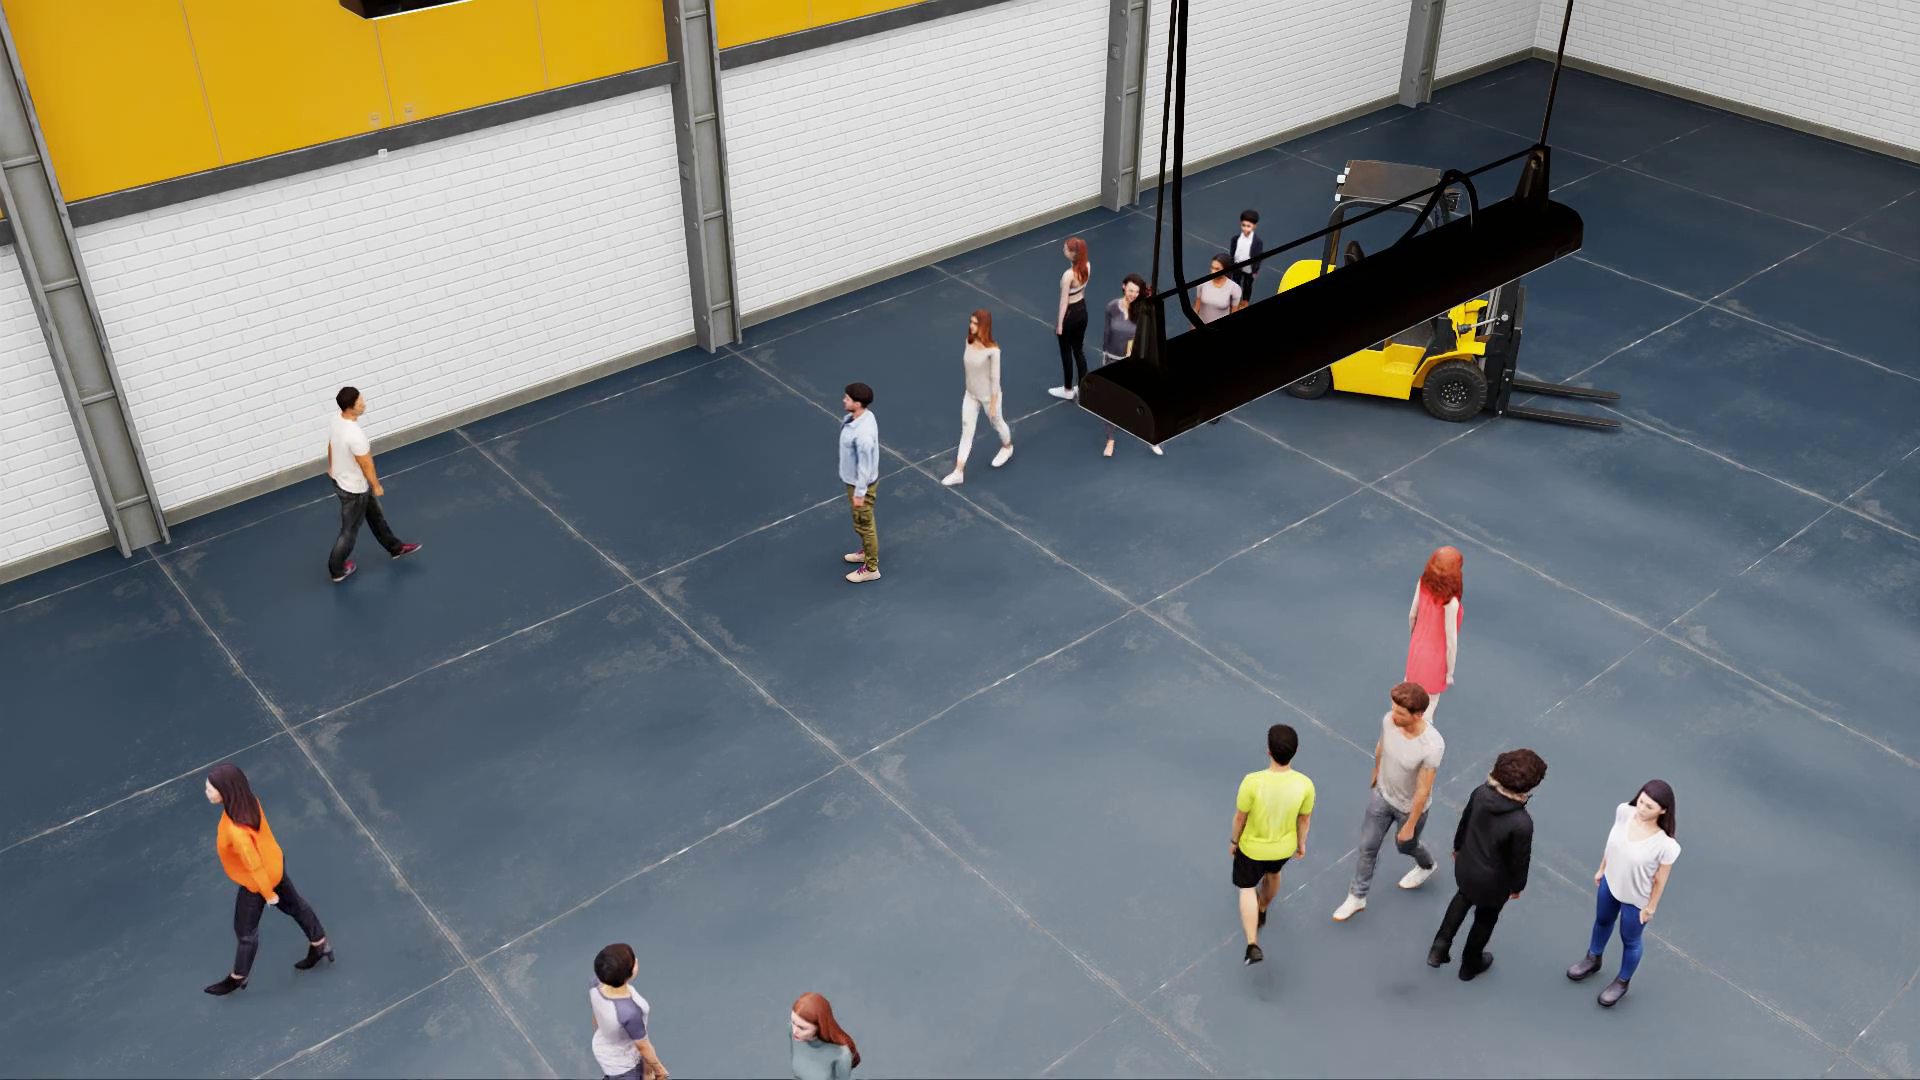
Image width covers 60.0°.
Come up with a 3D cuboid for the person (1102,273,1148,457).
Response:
[{"bbox_3d":[1.574,-1.733,15.678,1.061,1.731,1.191,7,34,11],"label":"person"}]

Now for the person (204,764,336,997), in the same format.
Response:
[{"bbox_3d":[-4.133,2.005,10.062,1.077,1.722,0.874,-9,35,-13],"label":"person"}]

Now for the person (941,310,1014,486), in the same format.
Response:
[{"bbox_3d":[0.272,-1.334,15.133,0.716,1.670,1.184,27,42,35],"label":"person"}]

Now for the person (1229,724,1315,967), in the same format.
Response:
[{"bbox_3d":[1.915,1.895,10.259,1.032,1.688,1.029,-2,34,-3],"label":"person"}]

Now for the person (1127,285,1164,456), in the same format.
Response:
[{"bbox_3d":[1.671,-1.652,15.665,1.038,1.611,0.874,-10,35,-14],"label":"person"}]

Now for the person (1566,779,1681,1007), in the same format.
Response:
[{"bbox_3d":[4.012,2.089,9.972,0.606,1.683,0.640,-15,36,-21],"label":"person"}]

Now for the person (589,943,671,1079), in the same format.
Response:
[{"bbox_3d":[-1.890,2.814,9.011,0.825,1.539,0.583,-26,41,-33],"label":"person"}]

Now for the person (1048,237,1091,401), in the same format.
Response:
[{"bbox_3d":[1.128,-2.159,16.311,0.719,1.740,0.594,28,43,35],"label":"person"}]

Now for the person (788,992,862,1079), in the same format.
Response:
[{"bbox_3d":[-0.643,2.926,8.684,0.766,1.714,1.072,20,38,27],"label":"person"}]

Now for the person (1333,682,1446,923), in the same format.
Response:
[{"bbox_3d":[2.859,1.621,10.524,1.092,1.850,0.685,-21,39,-29],"label":"person"}]

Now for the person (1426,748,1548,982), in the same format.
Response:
[{"bbox_3d":[3.118,2.009,10.024,0.749,1.758,0.686,-18,38,-25],"label":"person"}]

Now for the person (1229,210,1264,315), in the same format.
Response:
[{"bbox_3d":[3.117,-3.023,18.097,0.721,1.203,0.873,14,36,19],"label":"person"}]

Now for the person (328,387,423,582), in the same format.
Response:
[{"bbox_3d":[-5.096,-0.448,13.730,1.058,1.748,0.793,-25,41,-33],"label":"person"}]

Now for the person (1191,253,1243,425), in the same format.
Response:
[{"bbox_3d":[2.439,-1.969,16.020,0.684,1.745,0.671,15,37,22],"label":"person"}]

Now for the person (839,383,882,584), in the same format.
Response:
[{"bbox_3d":[-0.806,-0.491,13.737,0.778,1.811,0.756,-2,34,-2],"label":"person"}]

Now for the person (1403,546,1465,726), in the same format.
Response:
[{"bbox_3d":[3.308,0.821,11.748,0.602,1.828,0.649,-14,36,-20],"label":"person"}]
